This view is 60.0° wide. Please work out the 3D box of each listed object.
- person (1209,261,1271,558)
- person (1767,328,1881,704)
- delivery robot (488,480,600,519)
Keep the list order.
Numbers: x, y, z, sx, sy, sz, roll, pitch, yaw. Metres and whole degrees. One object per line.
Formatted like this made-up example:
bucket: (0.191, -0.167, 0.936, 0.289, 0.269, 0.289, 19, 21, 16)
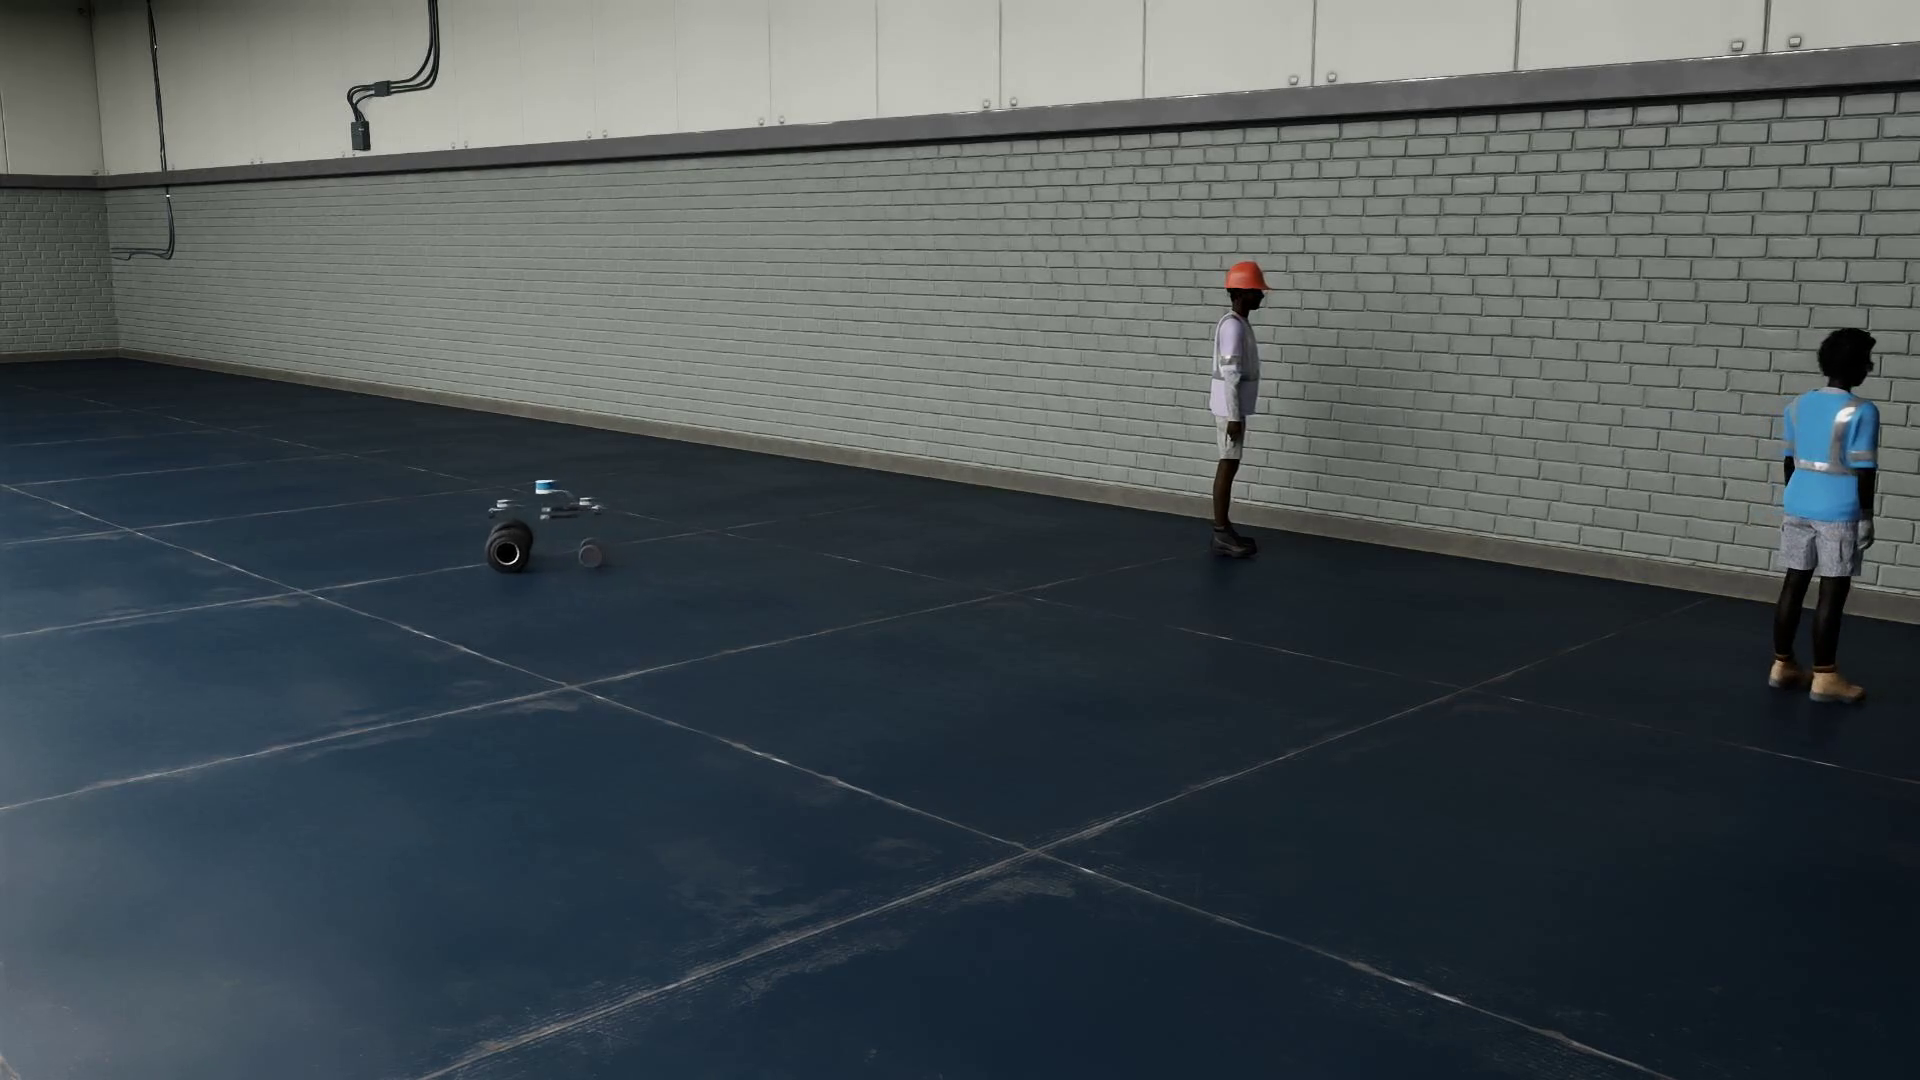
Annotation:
person: (1.855, -0.875, 11.081, 0.379, 1.938, 0.547, 2, 11, 11)
person: (3.979, -0.121, 7.622, 0.317, 1.695, 0.540, -3, 11, -14)
delivery robot: (-2.674, -0.269, 10.702, 0.698, 0.223, 0.335, -2, 11, -11)
